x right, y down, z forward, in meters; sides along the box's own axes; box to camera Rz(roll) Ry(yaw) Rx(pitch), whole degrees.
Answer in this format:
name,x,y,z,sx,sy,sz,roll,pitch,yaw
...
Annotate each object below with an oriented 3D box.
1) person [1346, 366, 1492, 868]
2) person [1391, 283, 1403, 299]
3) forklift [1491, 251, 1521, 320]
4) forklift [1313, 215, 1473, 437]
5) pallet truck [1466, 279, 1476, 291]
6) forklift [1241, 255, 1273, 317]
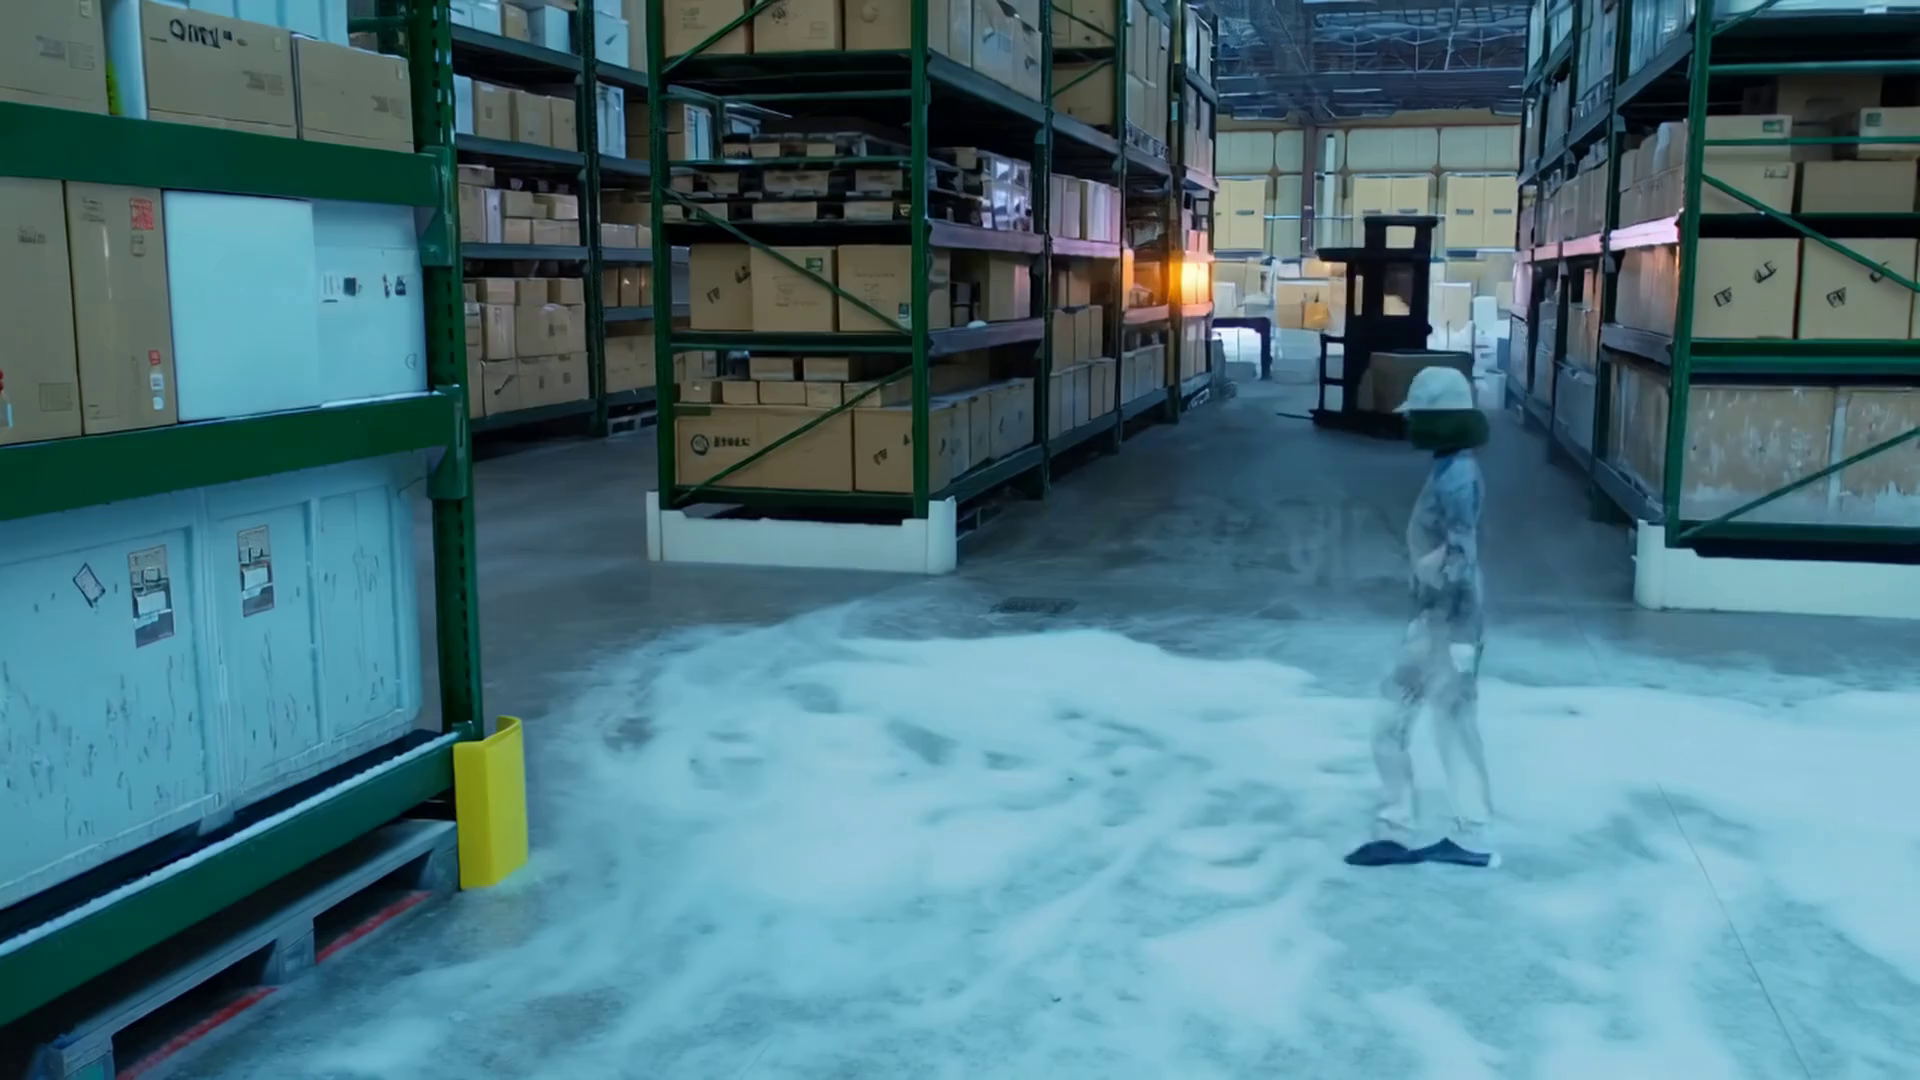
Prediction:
name,x,y,z,sx,sy,sz,roll,pitch,yaw
person,1.561,0.275,5.658,0.624,1.721,0.516,2,9,13
person,10.948,-5.546,42.077,0.513,1.923,0.644,4,10,22
forklift,16.039,-7.084,48.777,1.129,2.768,1.873,-2,9,-12
forklift,5.650,-2.794,21.525,1.129,2.768,1.873,-4,10,-26
pallet truck,18.896,-8.459,60.307,1.885,1.965,0.823,5,10,31
forklift,10.552,-8.662,58.803,1.129,2.768,1.873,2,9,15
